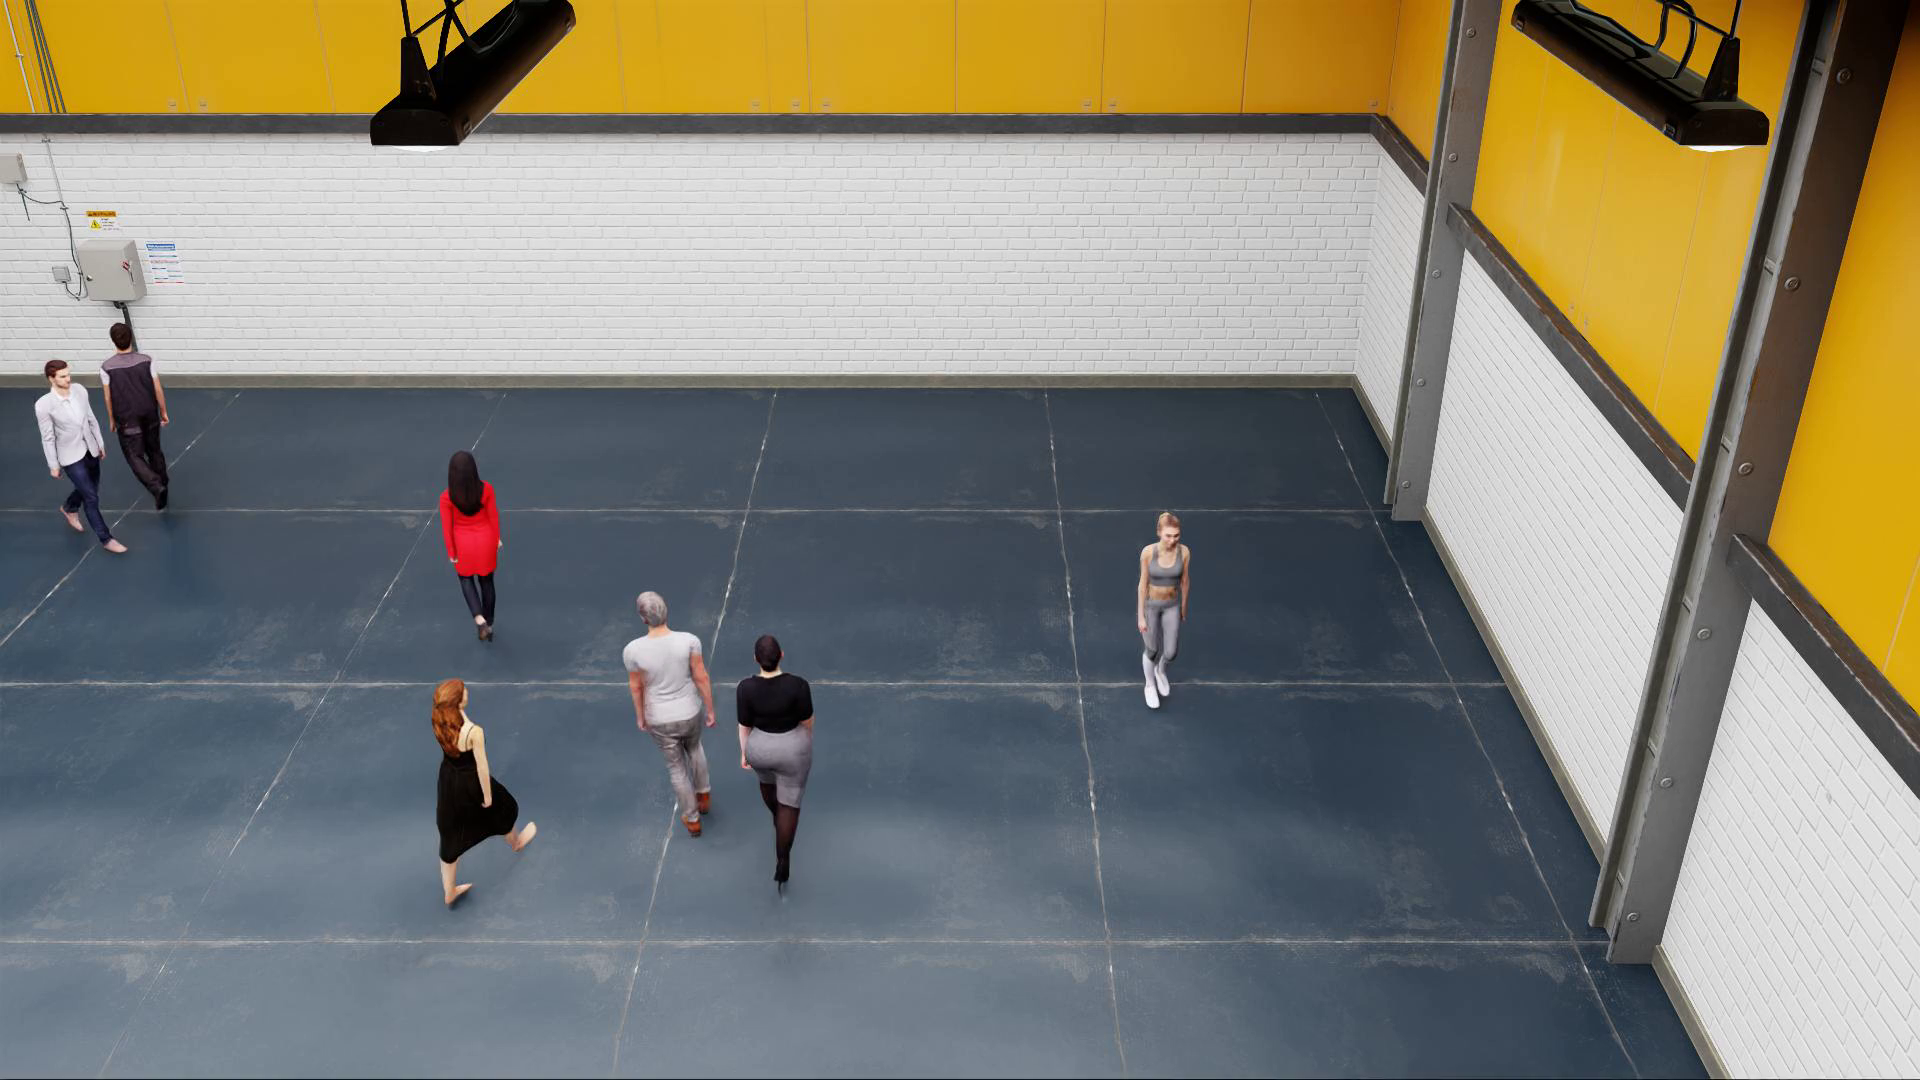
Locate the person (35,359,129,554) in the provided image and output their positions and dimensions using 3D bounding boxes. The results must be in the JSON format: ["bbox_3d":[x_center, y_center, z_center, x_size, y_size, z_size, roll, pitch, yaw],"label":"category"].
[{"bbox_3d":[-8.020,-0.783,15.006,1.067,1.814,1.207,12,31,21],"label":"person"}]

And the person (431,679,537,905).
[{"bbox_3d":[-3.263,1.652,10.789,0.873,1.579,1.152,12,31,20],"label":"person"}]

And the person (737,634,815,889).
[{"bbox_3d":[-1.203,1.475,10.966,0.719,1.719,1.078,3,29,6],"label":"person"}]

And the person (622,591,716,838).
[{"bbox_3d":[-1.924,1.233,11.332,0.817,1.793,0.814,-5,29,-10],"label":"person"}]

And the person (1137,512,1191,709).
[{"bbox_3d":[1.506,0.492,12.808,0.578,1.682,0.656,-2,29,-4],"label":"person"}]

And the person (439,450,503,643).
[{"bbox_3d":[-3.907,0.099,13.468,0.764,1.738,0.851,-13,31,-22],"label":"person"}]

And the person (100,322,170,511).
[{"bbox_3d":[-7.706,-1.128,15.623,1.019,1.829,1.097,-23,36,-35],"label":"person"}]
